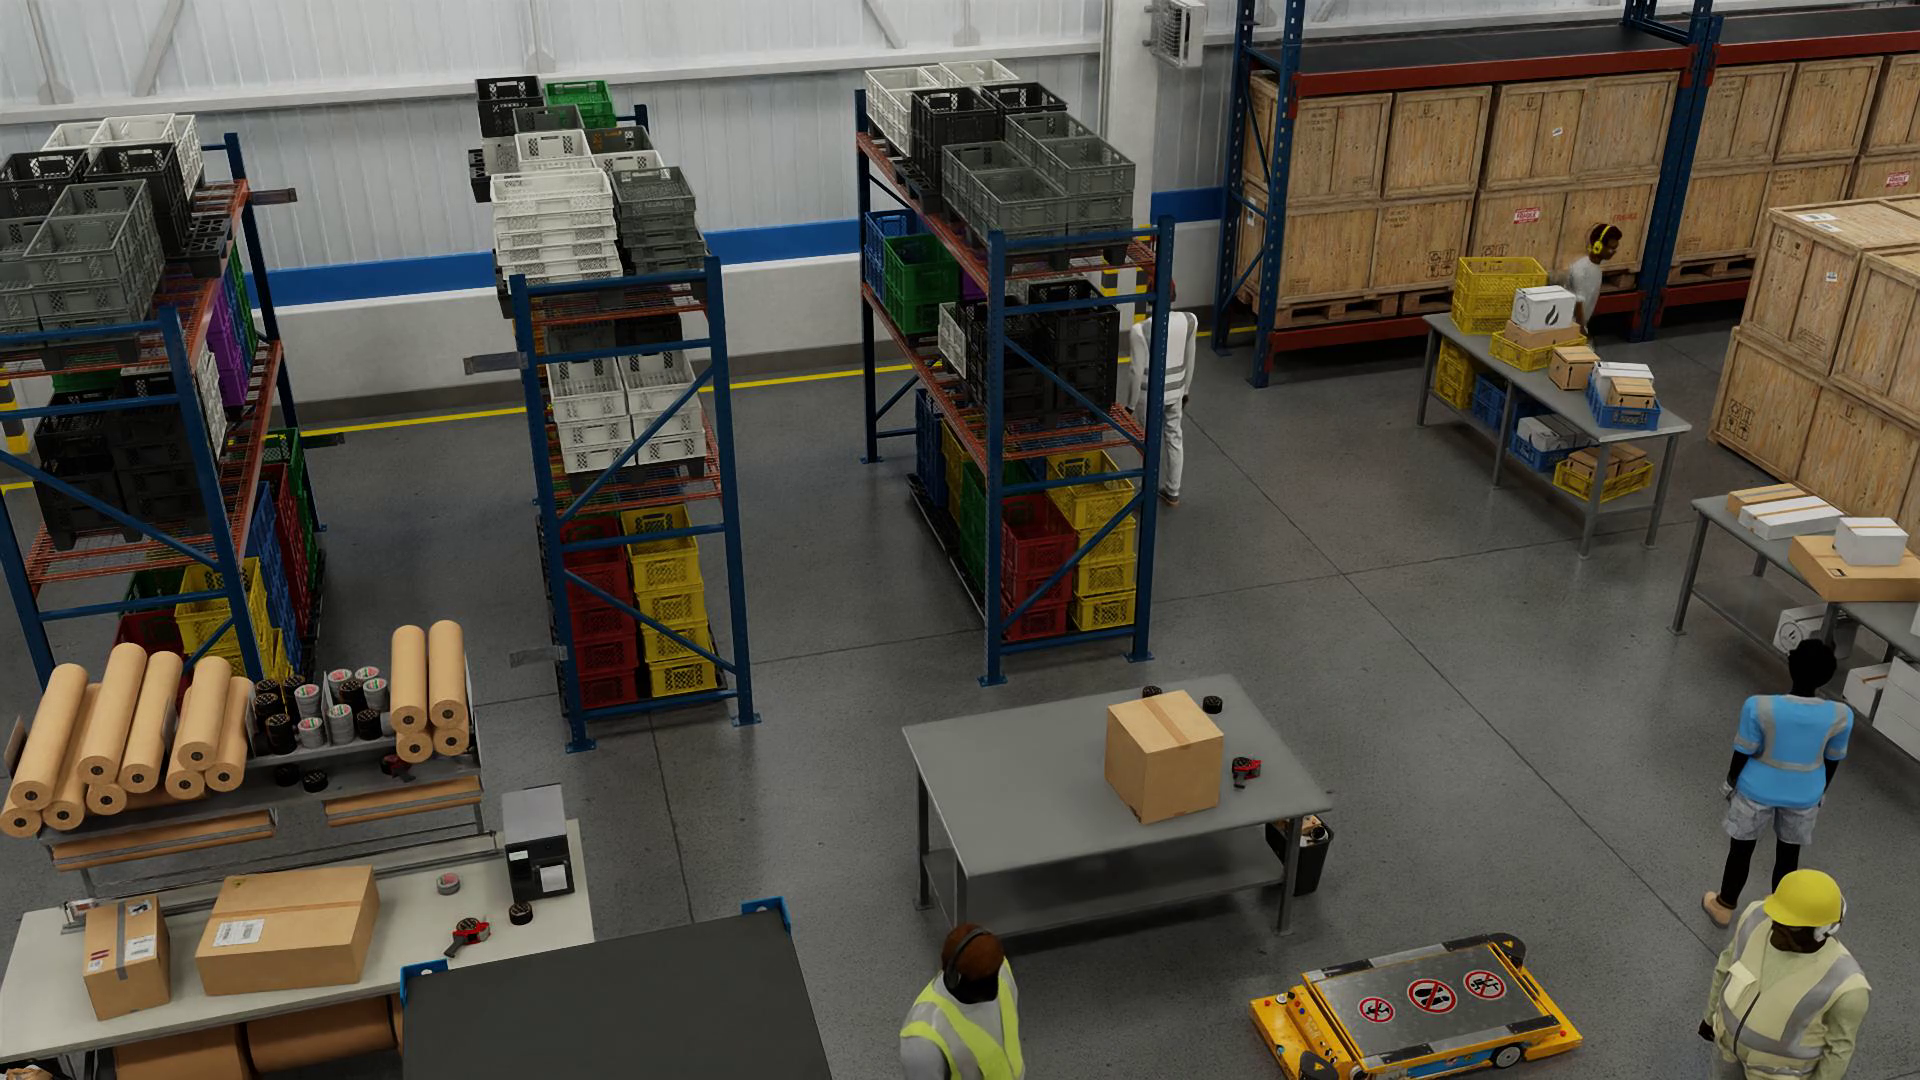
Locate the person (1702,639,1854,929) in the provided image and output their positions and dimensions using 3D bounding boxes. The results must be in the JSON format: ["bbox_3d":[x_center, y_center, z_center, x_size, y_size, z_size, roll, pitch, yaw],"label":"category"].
[{"bbox_3d":[4.113,1.253,8.381,0.536,1.696,0.322,5,29,9],"label":"person"}]

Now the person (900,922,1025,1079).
[{"bbox_3d":[0.032,2.222,6.473,0.429,1.840,0.630,16,32,26],"label":"person"}]

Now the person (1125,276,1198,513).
[{"bbox_3d":[1.486,-1.085,12.445,0.573,1.884,0.359,-14,32,-24],"label":"person"}]

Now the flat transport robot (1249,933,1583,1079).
[{"bbox_3d":[2.184,2.282,7.980,1.431,0.197,0.652,-8,30,-14],"label":"flat transport robot"}]

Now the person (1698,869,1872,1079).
[{"bbox_3d":[3.260,2.070,6.756,0.404,1.830,0.603,-13,31,-22],"label":"person"}]

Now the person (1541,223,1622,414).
[{"bbox_3d":[5.102,-1.697,13.607,0.693,1.836,0.503,25,37,37],"label":"person"}]
